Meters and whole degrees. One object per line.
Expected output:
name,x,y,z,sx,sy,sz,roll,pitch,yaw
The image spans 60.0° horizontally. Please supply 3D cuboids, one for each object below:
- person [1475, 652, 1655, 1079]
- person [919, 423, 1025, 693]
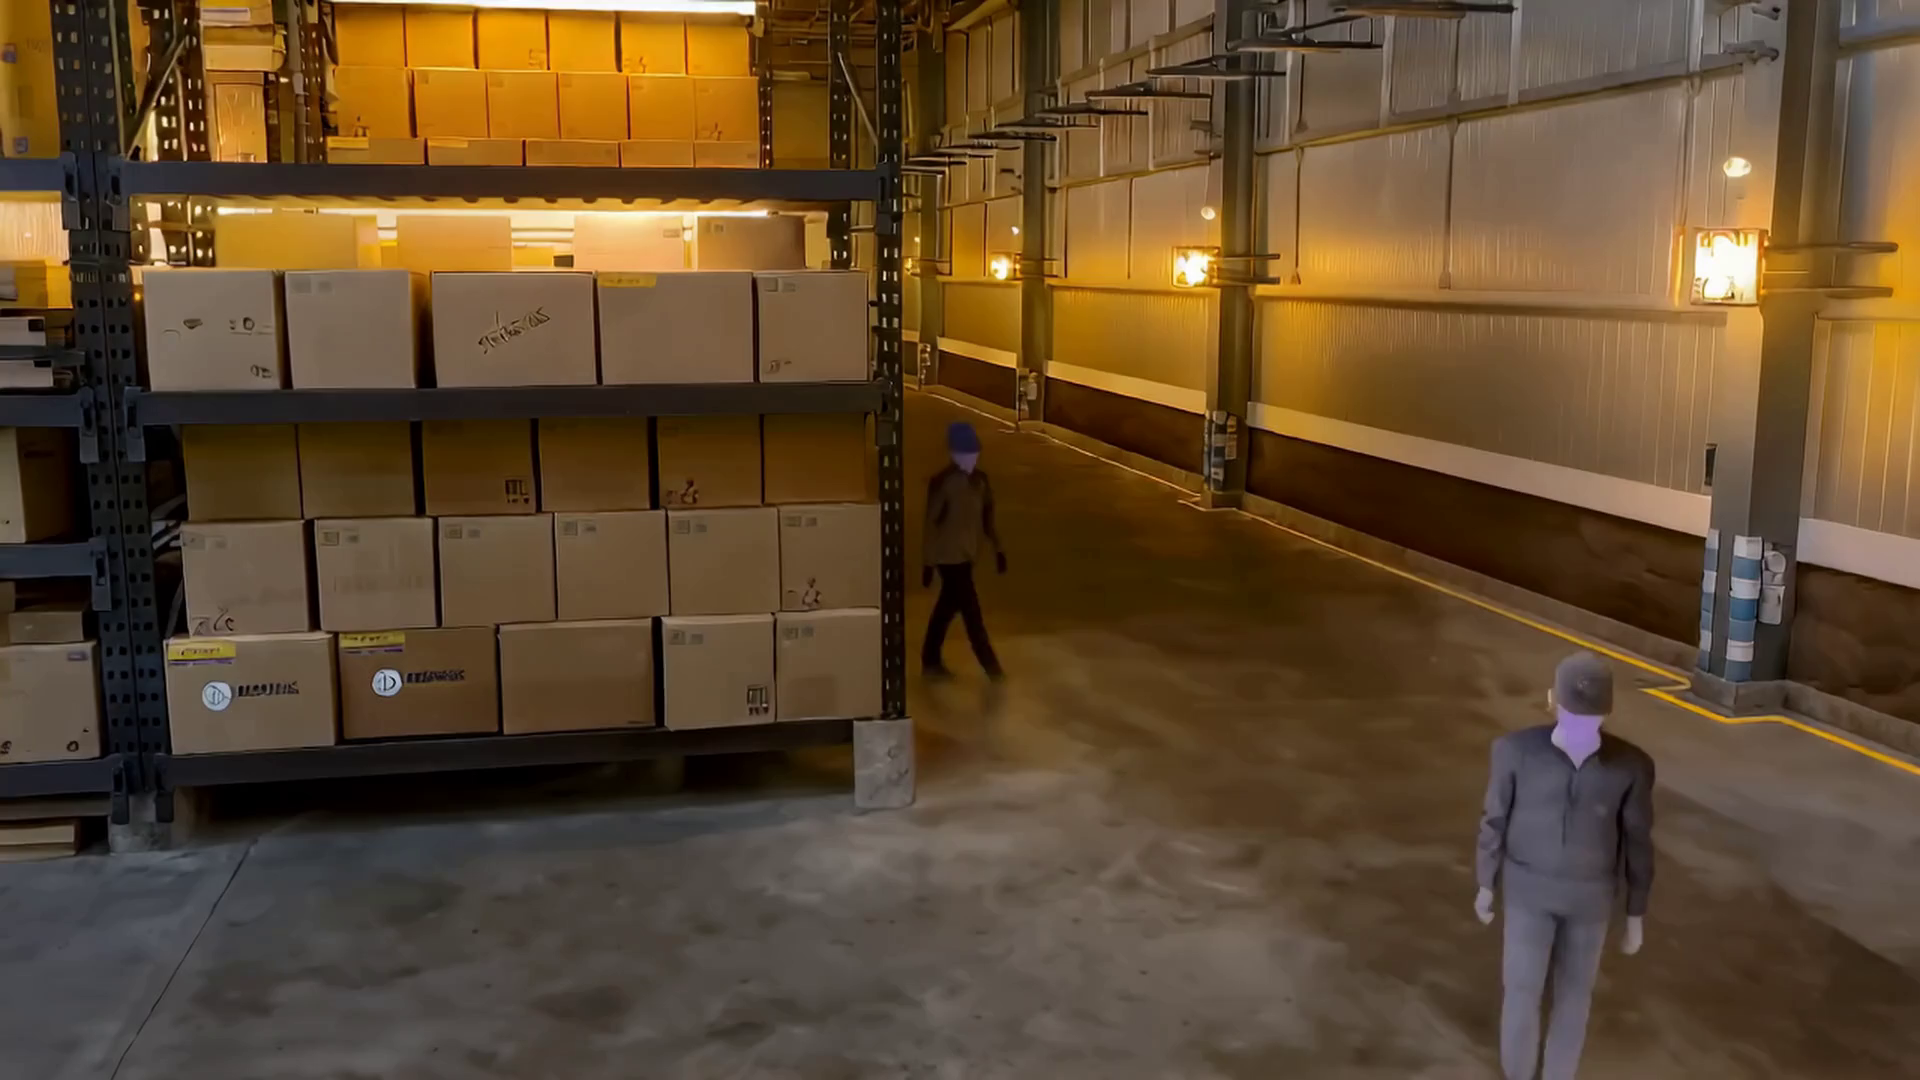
person,2.087,1.232,5.754,0.579,1.730,0.514,2,10,14
person,0.094,0.119,11.927,1.017,1.921,0.761,6,11,33
